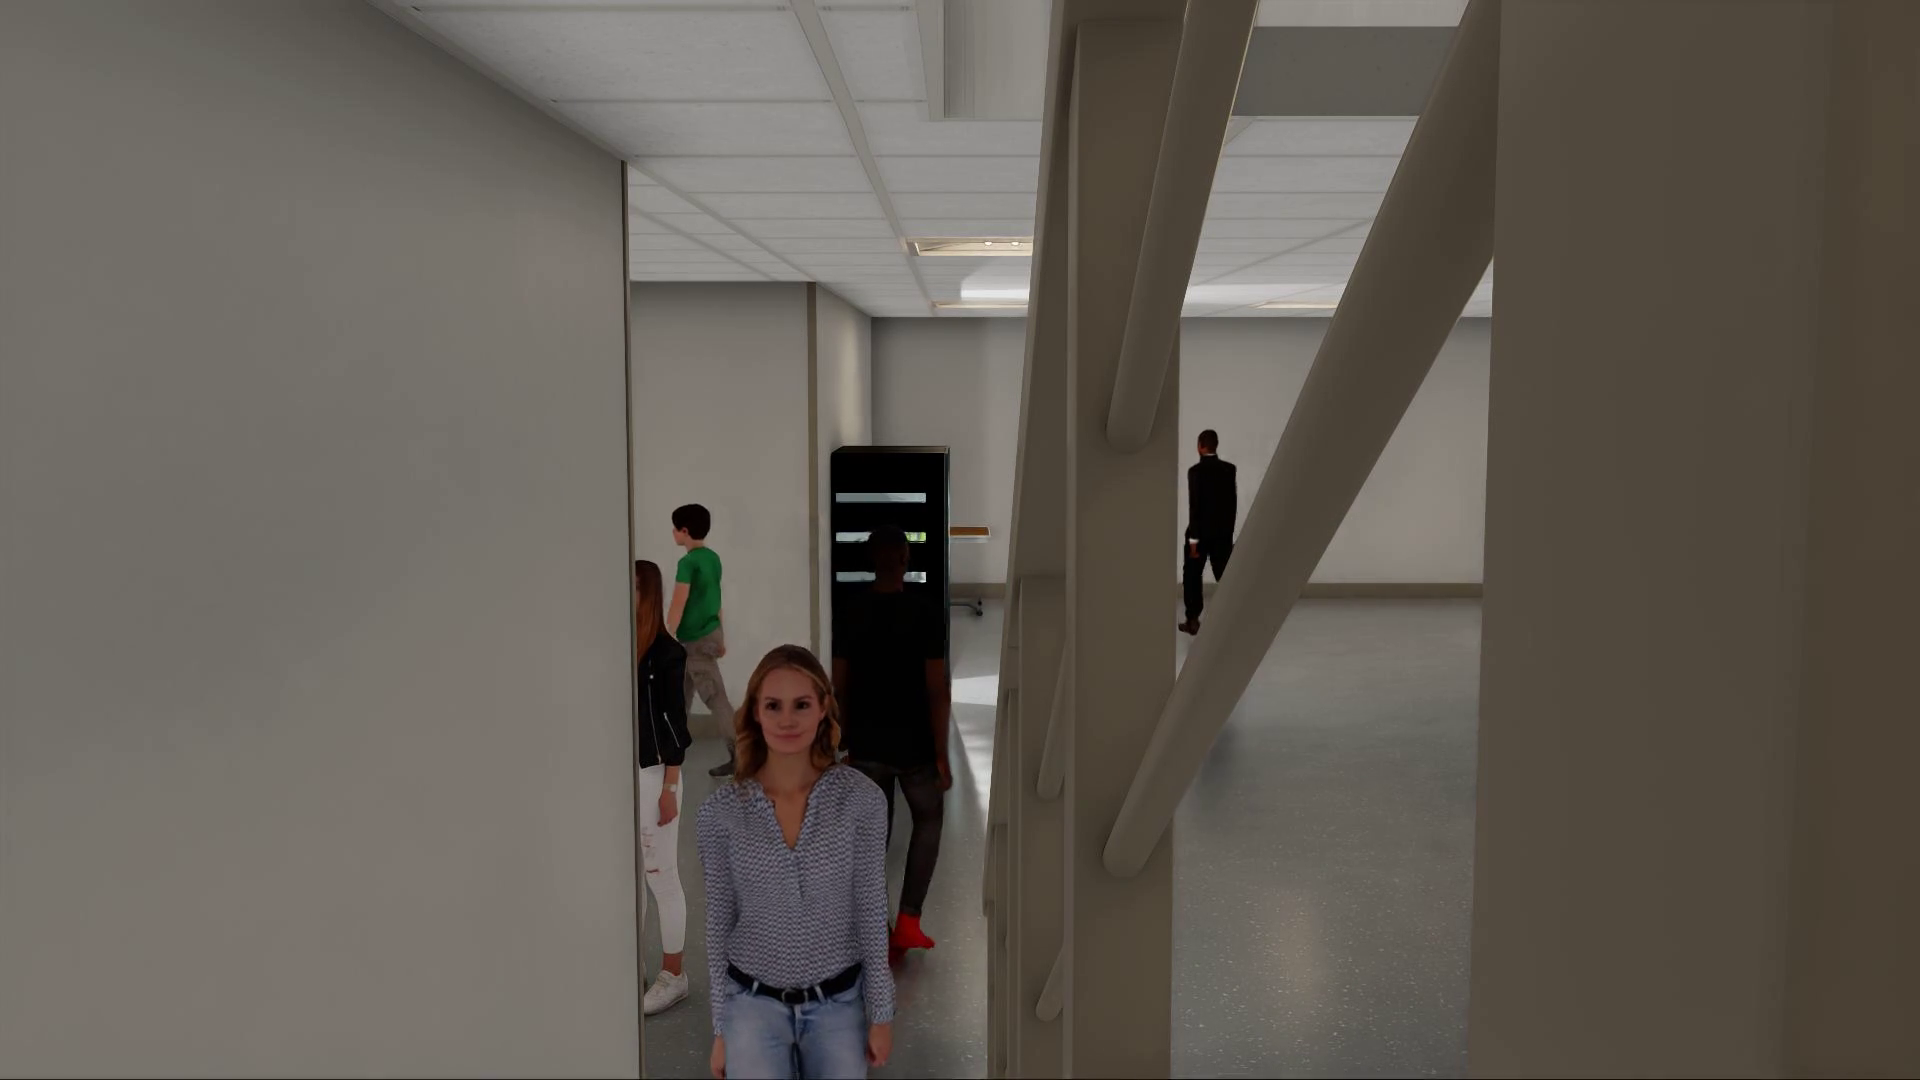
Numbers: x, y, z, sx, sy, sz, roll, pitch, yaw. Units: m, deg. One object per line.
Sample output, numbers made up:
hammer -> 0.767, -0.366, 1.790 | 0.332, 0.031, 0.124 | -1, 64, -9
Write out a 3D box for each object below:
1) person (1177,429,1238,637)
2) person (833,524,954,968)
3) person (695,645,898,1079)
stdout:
person -> 2.292, -0.020, 14.842 | 0.948, 1.874, 1.304 | -2, 6, -18
person -> -0.297, 0.844, 6.630 | 0.731, 1.798, 0.683 | 2, 6, 15
person -> -0.380, 1.127, 3.924 | 0.637, 1.778, 1.002 | 0, 6, -3
